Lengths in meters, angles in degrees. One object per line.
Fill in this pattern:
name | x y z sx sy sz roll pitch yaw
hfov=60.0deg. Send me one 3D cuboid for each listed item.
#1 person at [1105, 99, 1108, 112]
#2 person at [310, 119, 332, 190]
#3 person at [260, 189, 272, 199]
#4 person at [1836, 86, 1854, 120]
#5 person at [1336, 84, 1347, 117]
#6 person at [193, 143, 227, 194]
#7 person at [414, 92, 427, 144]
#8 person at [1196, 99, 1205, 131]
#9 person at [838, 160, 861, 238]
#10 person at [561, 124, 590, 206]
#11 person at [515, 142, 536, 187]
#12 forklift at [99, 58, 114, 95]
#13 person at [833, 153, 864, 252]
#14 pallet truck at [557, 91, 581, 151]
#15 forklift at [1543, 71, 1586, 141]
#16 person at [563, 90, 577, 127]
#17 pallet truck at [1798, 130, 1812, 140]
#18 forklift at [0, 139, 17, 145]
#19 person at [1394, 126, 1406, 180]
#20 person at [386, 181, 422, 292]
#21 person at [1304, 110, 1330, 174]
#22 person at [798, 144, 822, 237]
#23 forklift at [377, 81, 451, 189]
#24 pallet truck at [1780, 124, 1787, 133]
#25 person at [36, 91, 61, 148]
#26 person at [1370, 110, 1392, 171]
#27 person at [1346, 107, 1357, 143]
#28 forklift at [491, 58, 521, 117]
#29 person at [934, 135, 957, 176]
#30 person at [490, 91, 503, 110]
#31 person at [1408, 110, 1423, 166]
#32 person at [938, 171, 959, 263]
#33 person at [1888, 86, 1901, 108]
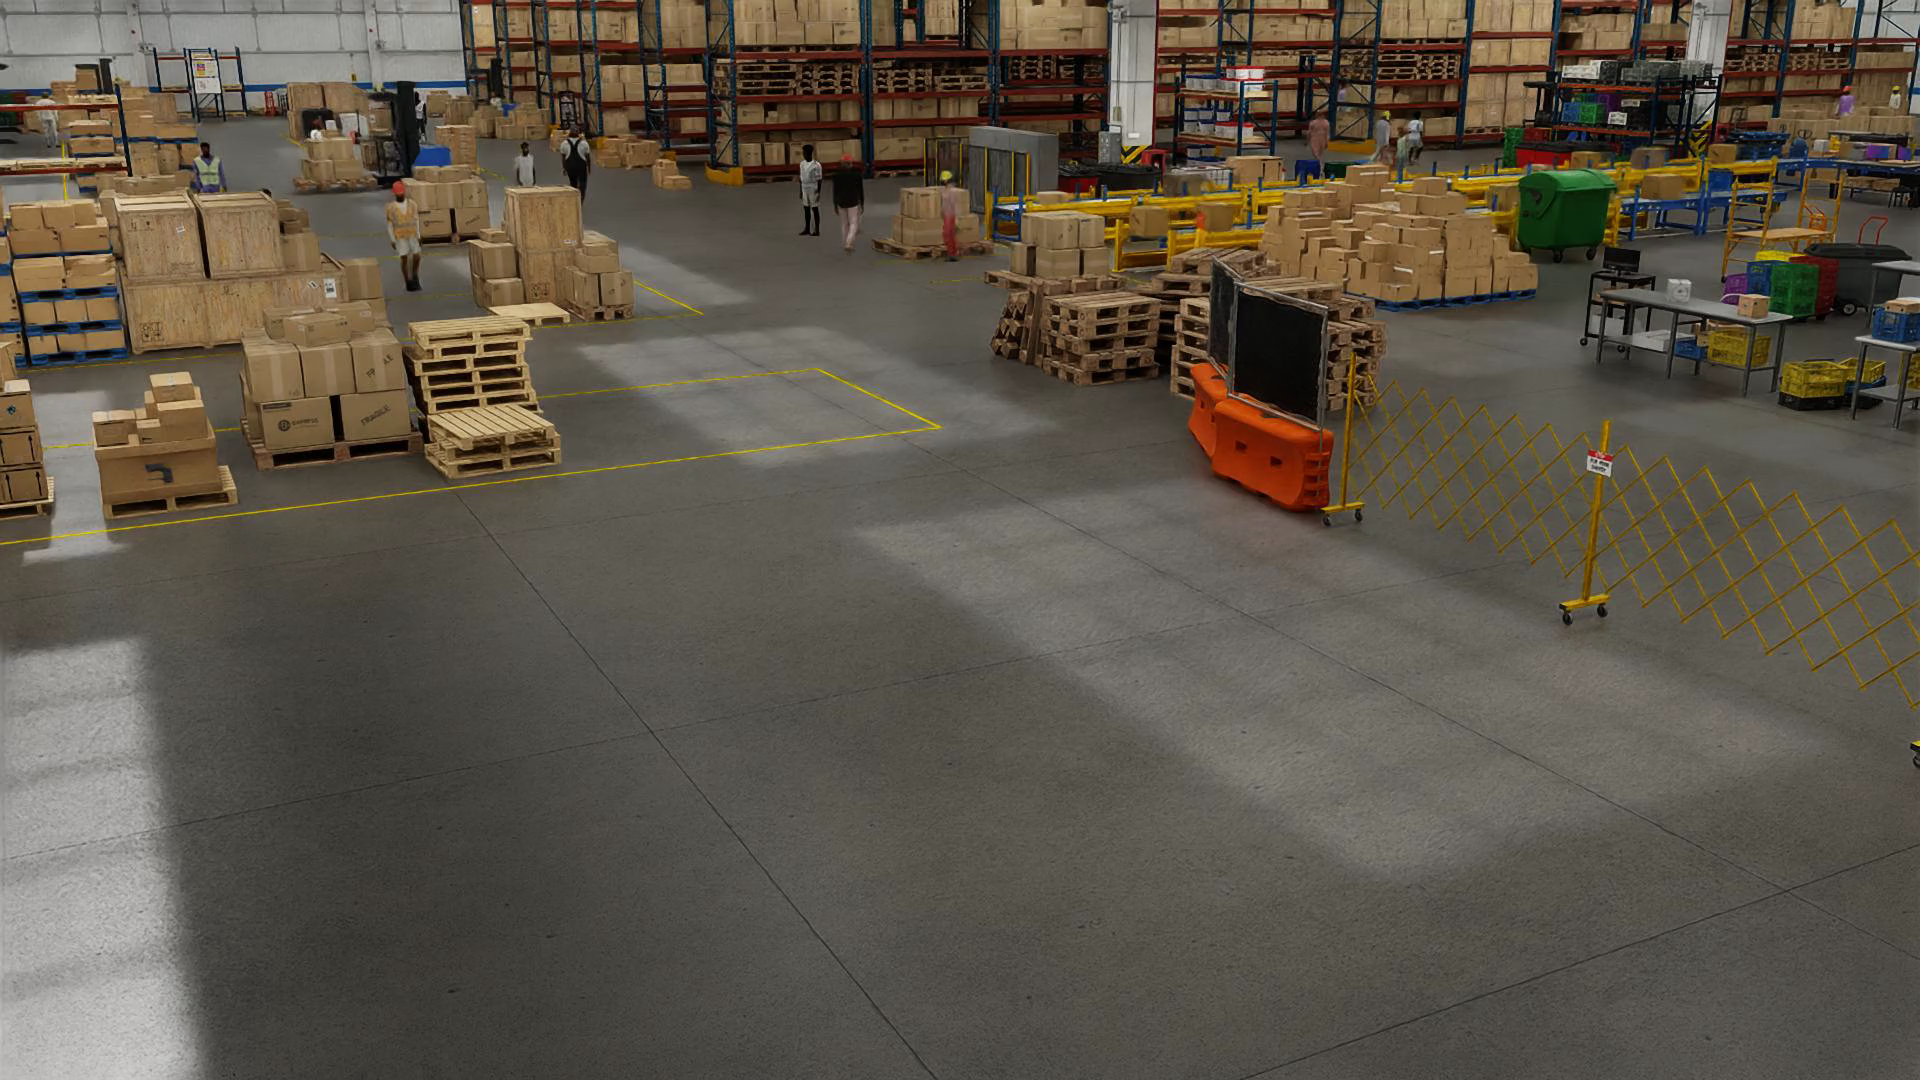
person | 6.192 -18.083 68.944 0.591 1.804 0.439 13 22 35
person | -17.260 -10.424 44.970 0.652 1.858 0.604 -14 22 -37
person | -11.629 -4.991 28.042 0.628 1.854 0.542 6 19 18
person | 33.741 -16.340 63.366 0.934 1.902 0.556 -9 20 -27
person | 15.389 -17.540 67.119 1.025 1.884 0.651 -4 18 -13
person | -16.602 -7.844 36.909 0.596 1.881 0.931 -11 21 -31
person | -19.036 -14.790 58.515 0.592 1.910 0.387 3 18 8
person | 8.825 -15.213 60.297 0.661 1.608 0.538 4 18 12
person | -2.377 -7.279 35.474 0.569 1.671 0.560 5 18 16
person | -9.434 -9.210 40.901 0.695 2.000 0.666 -1 18 -4
person | -9.873 -8.120 37.808 0.517 1.852 0.492 -17 24 -42
forklift | -33.236 -17.381 65.020 1.873 2.768 1.129 -9 20 -26
person | -2.234 -6.733 33.276 0.632 1.977 0.602 3 18 10
pallet truck | -13.495 -14.412 57.188 0.823 1.965 1.885 -3 18 -9
forklift | 18.685 -13.231 52.085 1.873 2.768 1.129 -9 20 -26
person | -14.396 -15.685 61.407 0.430 1.843 0.626 9 20 27
pallet truck | 25.526 -11.556 49.408 1.630 1.274 0.653 -9 20 -26
forklift | -34.811 -15.426 58.927 1.873 2.768 1.129 -13 22 -35
person | 12.083 -10.537 45.712 0.429 1.618 0.500 -1 18 -2
person | -9.572 -5.238 28.719 0.566 1.912 0.494 -12 21 -33
person | 10.549 -11.731 49.070 0.641 1.863 0.977 -6 19 -19
person | -3.216 -7.482 35.631 0.600 1.967 0.368 14 23 38
forklift | -14.992 -11.085 45.393 1.873 2.768 1.129 -9 20 -26
pallet truck | 25.206 -12.542 52.601 1.601 1.201 0.680 0 18 -2
person | -31.861 -14.689 58.148 0.635 1.937 0.352 -6 19 -18
person | 12.648 -11.970 49.903 0.885 1.800 0.589 -10 20 -28
person | 14.197 -15.413 60.273 0.546 2.020 0.654 -4 18 -11
forklift | -18.108 -17.474 65.312 1.873 2.768 1.129 -3 18 -11
person | -0.370 -9.204 41.422 0.573 1.702 0.778 6 19 18
person | -18.034 -16.614 64.642 0.547 1.620 0.434 8 19 23
person | 14.171 -12.486 51.673 0.514 1.678 0.548 -12 21 -33
person | -0.254 -6.225 32.055 0.532 1.745 0.561 -8 20 -24
person | 36.976 -17.085 65.896 0.316 1.769 0.525 -4 18 -12
